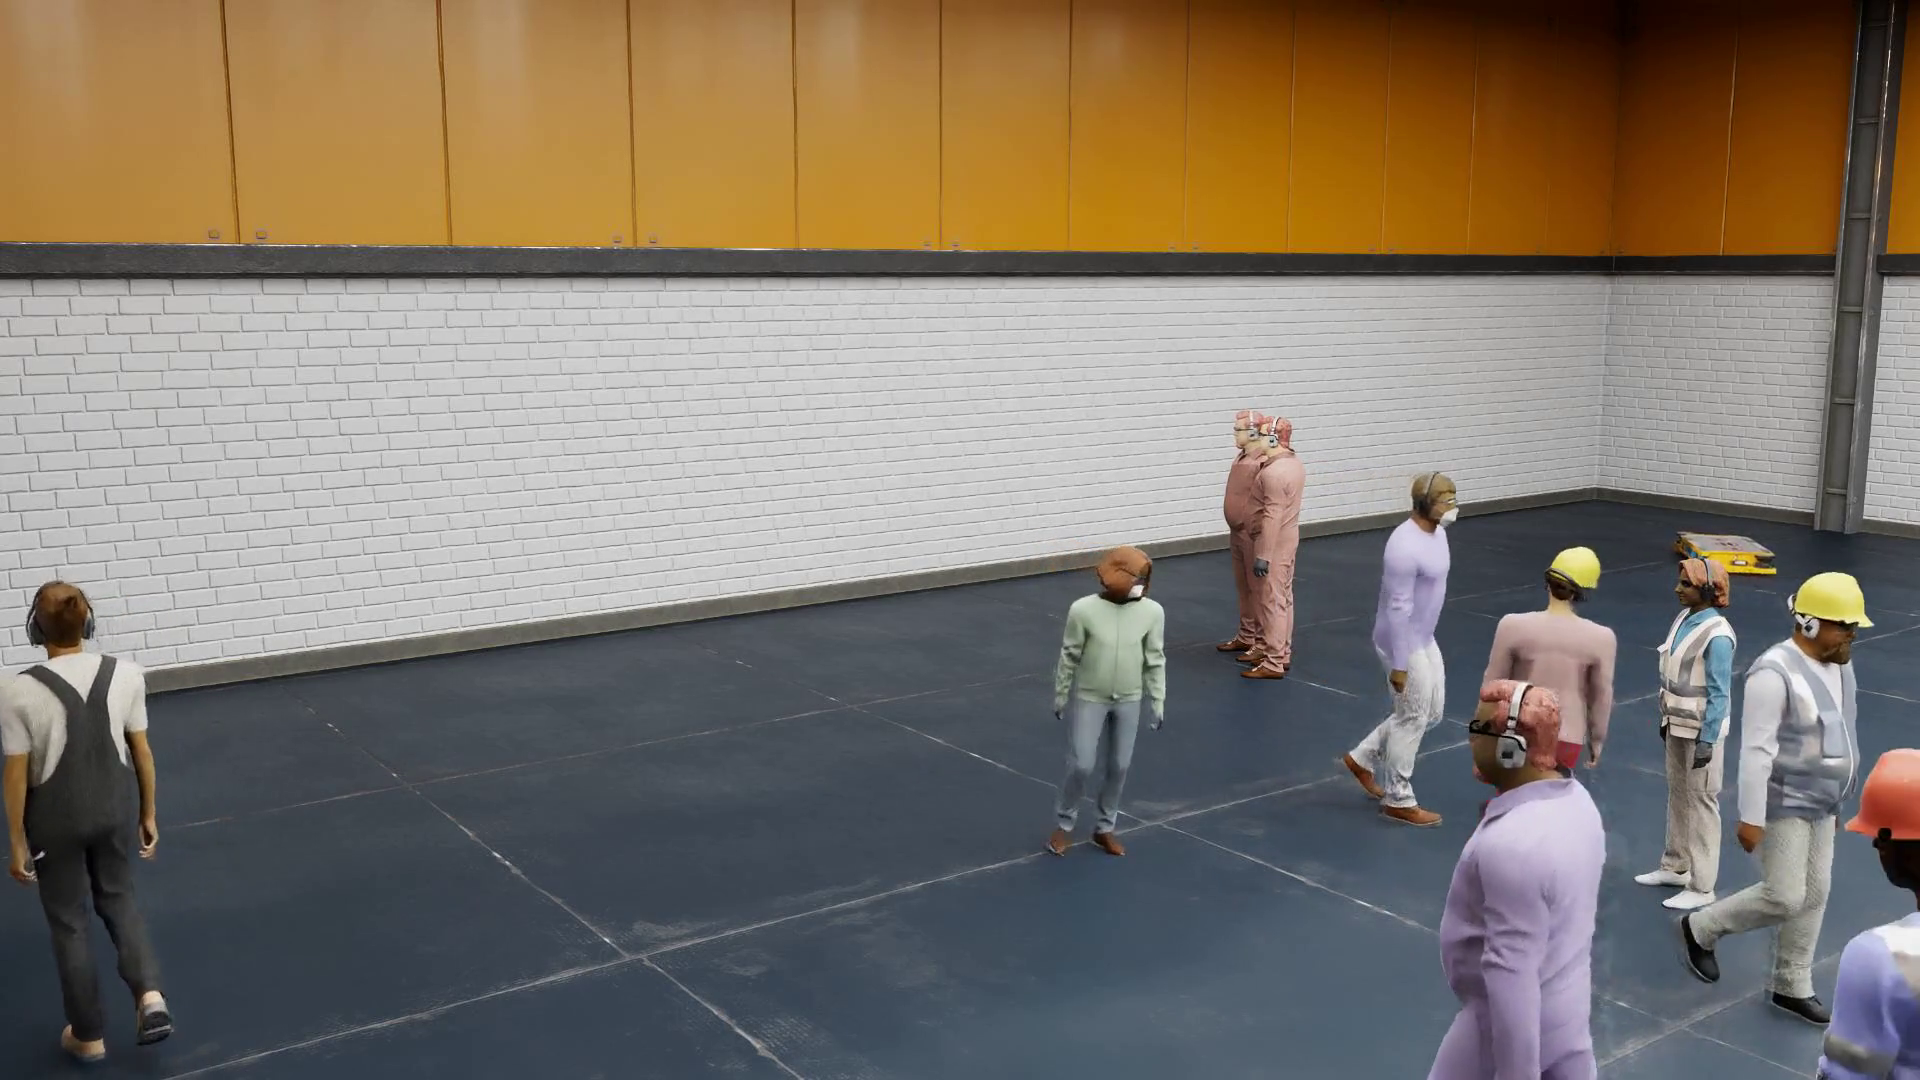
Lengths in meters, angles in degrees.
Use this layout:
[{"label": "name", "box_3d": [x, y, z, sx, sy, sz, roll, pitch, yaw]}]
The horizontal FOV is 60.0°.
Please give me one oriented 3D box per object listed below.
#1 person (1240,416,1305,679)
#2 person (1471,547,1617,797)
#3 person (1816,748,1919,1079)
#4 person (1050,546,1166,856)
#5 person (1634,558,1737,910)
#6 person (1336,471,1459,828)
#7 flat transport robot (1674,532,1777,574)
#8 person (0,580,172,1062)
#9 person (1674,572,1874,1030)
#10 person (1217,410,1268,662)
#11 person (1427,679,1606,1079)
[{"label": "person", "box_3d": [2.260, 0.054, 12.065, 0.410, 1.909, 0.643, 4, 10, 22]}, {"label": "person", "box_3d": [2.628, 0.885, 7.503, 0.586, 1.725, 0.581, 2, 9, 10]}, {"label": "person", "box_3d": [2.151, 1.403, 3.775, 0.570, 1.891, 0.859, -3, 10, -18]}, {"label": "person", "box_3d": [0.758, 0.809, 8.308, 0.525, 1.605, 0.409, -2, 9, -11]}, {"label": "person", "box_3d": [3.408, 0.889, 7.736, 0.307, 1.641, 0.513, 0, 9, 1]}, {"label": "person", "box_3d": [2.357, 0.570, 8.855, 0.547, 1.916, 0.674, 5, 11, 29]}, {"label": "flat transport robot", "box_3d": [7.653, 0.123, 16.670, 0.652, 0.197, 1.431, 2, 9, 12]}, {"label": "person", "box_3d": [-3.210, 1.059, 6.115, 0.500, 1.832, 0.505, 8, 12, 39]}, {"label": "person", "box_3d": [3.228, 0.997, 6.554, 0.599, 1.808, 0.587, -7, 11, -35]}, {"label": "person", "box_3d": [2.190, -0.034, 12.617, 0.403, 1.904, 0.652, -2, 9, -13]}, {"label": "person", "box_3d": [1.547, 1.299, 4.567, 1.008, 1.860, 0.666, 7, 12, 37]}]
